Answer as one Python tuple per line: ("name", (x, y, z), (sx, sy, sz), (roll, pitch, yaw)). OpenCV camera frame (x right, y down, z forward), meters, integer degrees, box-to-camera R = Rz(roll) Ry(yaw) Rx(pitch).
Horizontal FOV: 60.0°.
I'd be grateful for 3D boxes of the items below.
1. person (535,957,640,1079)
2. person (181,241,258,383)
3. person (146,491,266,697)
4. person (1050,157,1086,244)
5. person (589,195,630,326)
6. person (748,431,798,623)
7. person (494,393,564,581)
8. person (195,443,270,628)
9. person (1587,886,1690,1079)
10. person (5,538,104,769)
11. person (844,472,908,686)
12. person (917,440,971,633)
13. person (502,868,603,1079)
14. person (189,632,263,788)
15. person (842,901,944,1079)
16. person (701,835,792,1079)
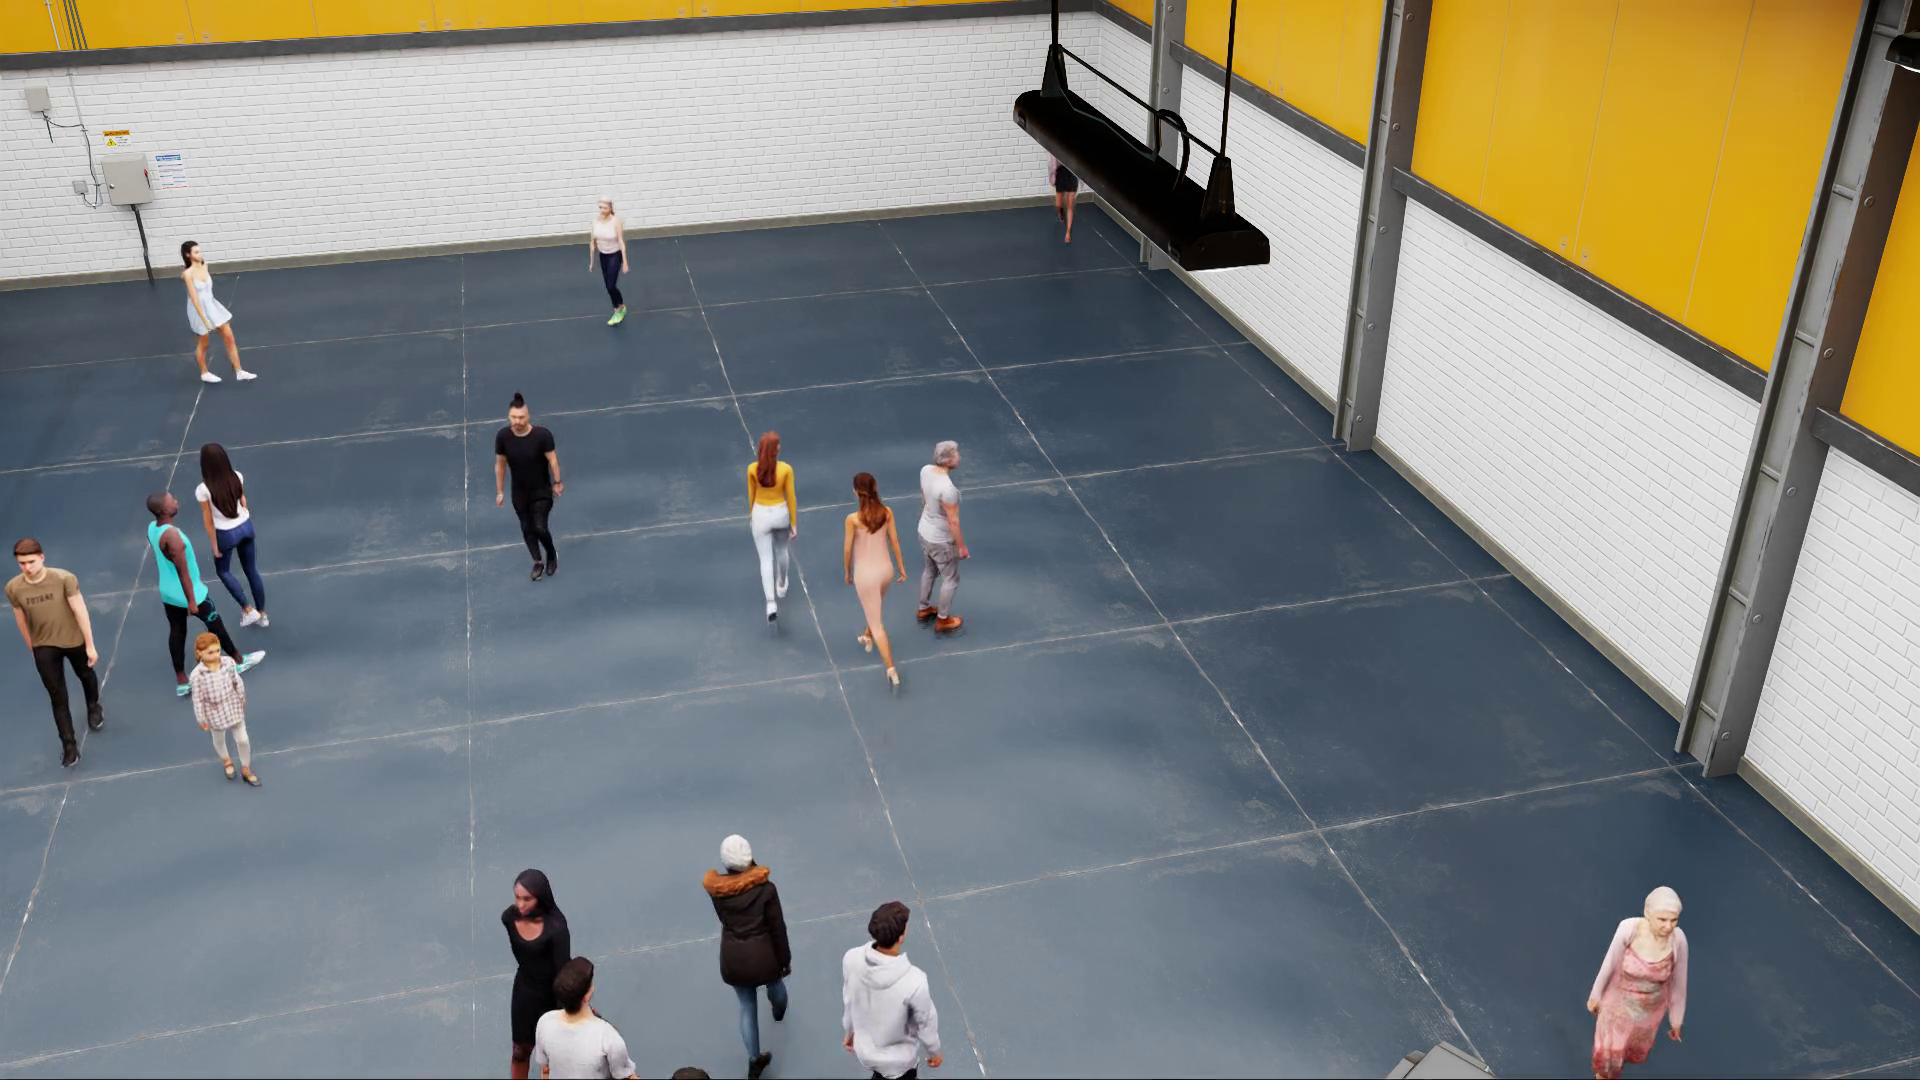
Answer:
("person", (-1.970, 3.030, 8.632), (1.158, 1.835, 1.311), (11, 31, 20))
("person", (-8.741, -2.587, 19.066), (0.924, 1.704, 0.951), (8, 30, 15))
("person", (-6.345, 0.467, 13.378), (1.024, 1.790, 1.034), (20, 35, 33))
("person", (1.526, -5.148, 23.668), (0.798, 1.794, 0.926), (0, 29, 0))
("person", (-4.313, -3.524, 20.800), (0.729, 1.688, 0.785), (16, 32, 27))
("person", (-1.651, -0.108, 14.501), (0.698, 1.723, 1.157), (-3, 29, -5))
("person", (-3.885, -0.526, 15.129), (0.785, 1.855, 0.768), (3, 29, 6))
("person", (-6.171, 0.001, 14.259), (0.791, 1.764, 0.740), (21, 35, 33))
("person", (3.844, 2.607, 9.574), (0.747, 1.675, 0.809), (2, 29, 4))
("person", (-6.904, 0.759, 12.825), (0.768, 1.806, 1.234), (-11, 30, -19))
("person", (-0.679, 0.361, 13.578), (0.794, 1.785, 1.172), (-12, 31, -21))
("person", (-0.203, -0.009, 14.233), (0.795, 1.805, 0.599), (-18, 33, -29))
("person", (-2.325, 2.565, 9.654), (1.076, 1.673, 1.259), (11, 31, 20))
("person", (-5.581, 1.228, 12.504), (0.709, 1.290, 0.808), (-22, 35, -34))
("person", (-0.440, 2.795, 8.980), (0.815, 1.914, 0.868), (14, 32, 24))
("person", (-1.254, 2.507, 9.841), (0.815, 1.595, 1.019), (3, 29, 5))
